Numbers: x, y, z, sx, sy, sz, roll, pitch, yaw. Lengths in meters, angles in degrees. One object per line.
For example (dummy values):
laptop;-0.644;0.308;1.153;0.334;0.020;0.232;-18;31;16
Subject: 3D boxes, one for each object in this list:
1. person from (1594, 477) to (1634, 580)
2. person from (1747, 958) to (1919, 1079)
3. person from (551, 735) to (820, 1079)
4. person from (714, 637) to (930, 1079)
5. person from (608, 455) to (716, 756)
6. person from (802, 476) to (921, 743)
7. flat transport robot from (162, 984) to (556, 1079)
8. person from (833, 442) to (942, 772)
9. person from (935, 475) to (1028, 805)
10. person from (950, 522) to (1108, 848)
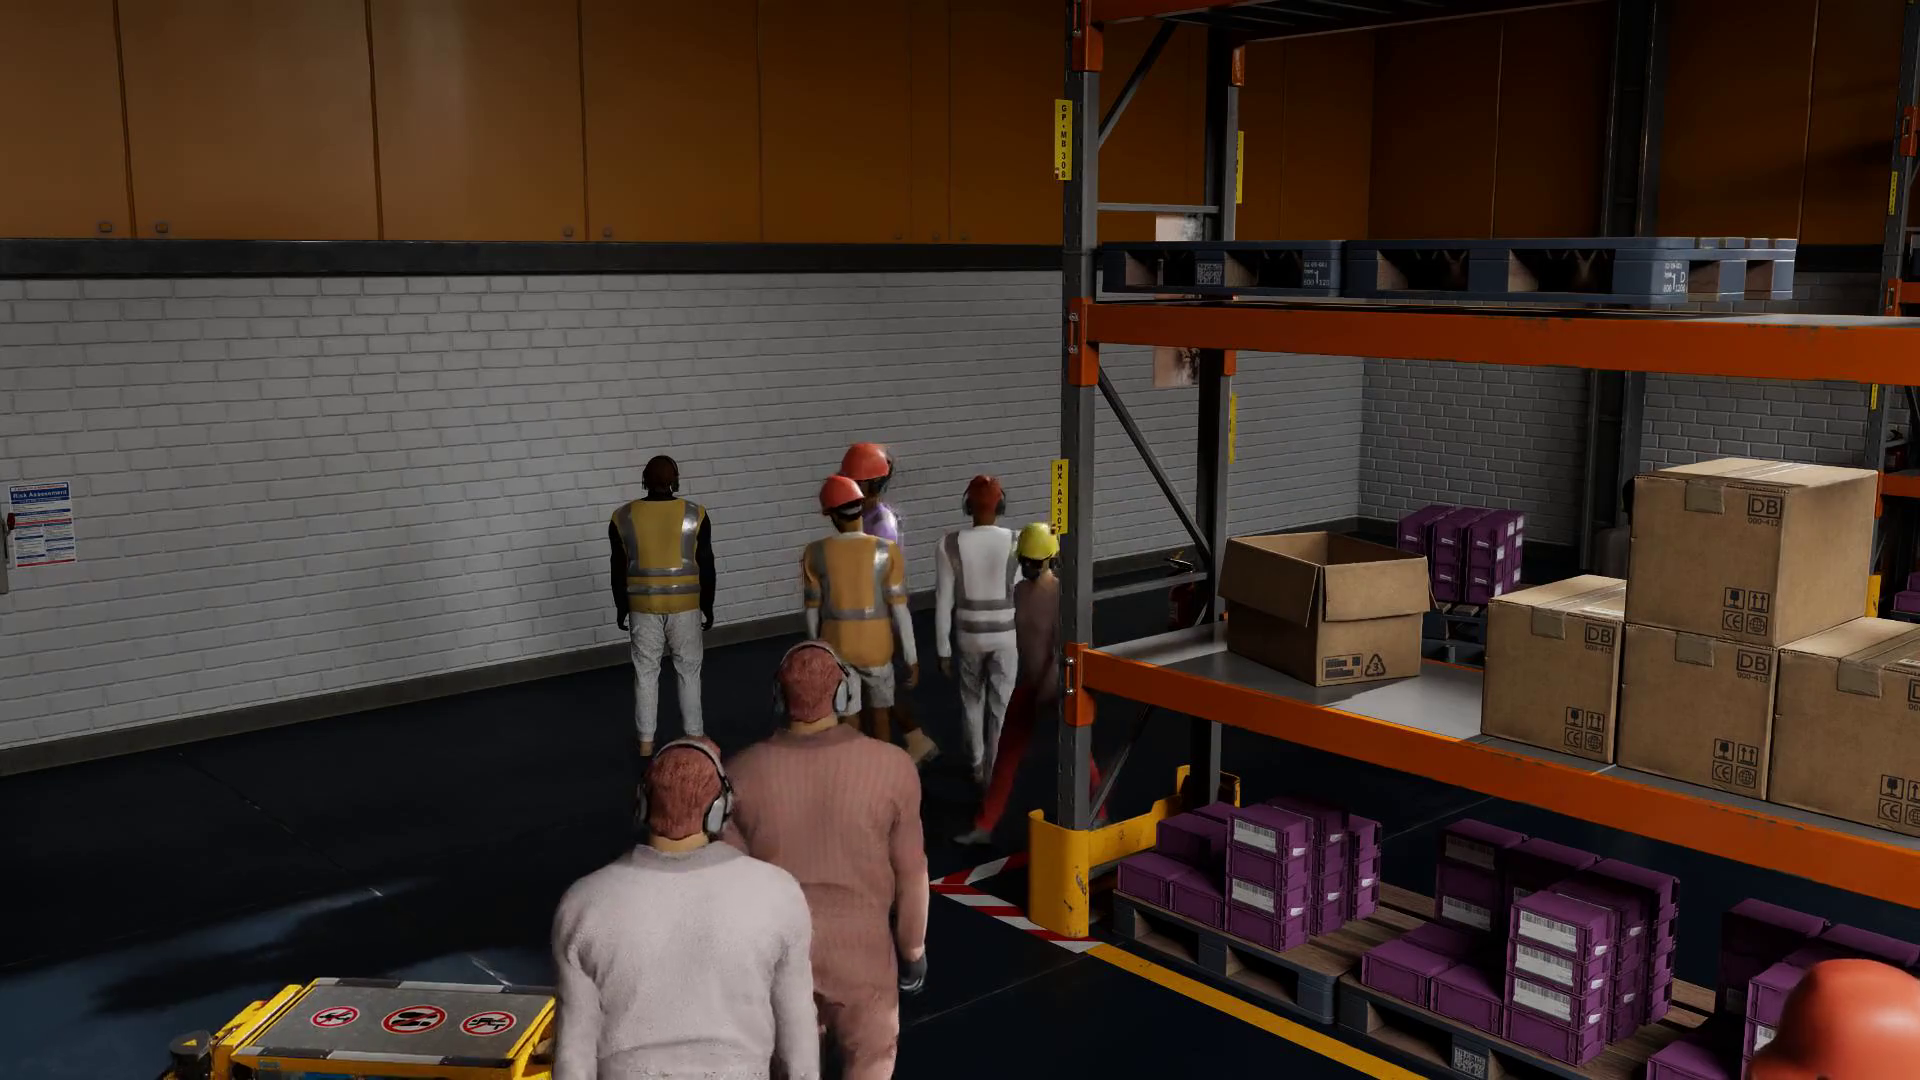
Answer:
person;3.662;0.568;9.073;0.328;1.865;0.518;-4;11;-24
person;1.442;1.611;2.760;0.362;1.934;0.543;2;10;11
person;-0.668;1.424;4.109;0.660;1.863;0.960;-1;10;-7
person;-0.424;1.243;5.050;0.656;1.889;0.716;1;10;6
person;-1.794;0.401;10.118;0.629;1.843;0.429;-1;10;-5
person;-0.524;0.592;8.933;0.634;1.867;0.910;0;10;1
flat transport robot;-2.096;1.862;6.151;1.431;0.197;0.652;1;10;6
person;-0.495;0.437;9.401;0.805;2.019;0.657;-2;10;-9
person;0.163;0.551;9.275;0.589;1.837;0.960;1;10;6
person;0.412;0.748;8.499;0.912;1.703;0.511;-8;13;-39
